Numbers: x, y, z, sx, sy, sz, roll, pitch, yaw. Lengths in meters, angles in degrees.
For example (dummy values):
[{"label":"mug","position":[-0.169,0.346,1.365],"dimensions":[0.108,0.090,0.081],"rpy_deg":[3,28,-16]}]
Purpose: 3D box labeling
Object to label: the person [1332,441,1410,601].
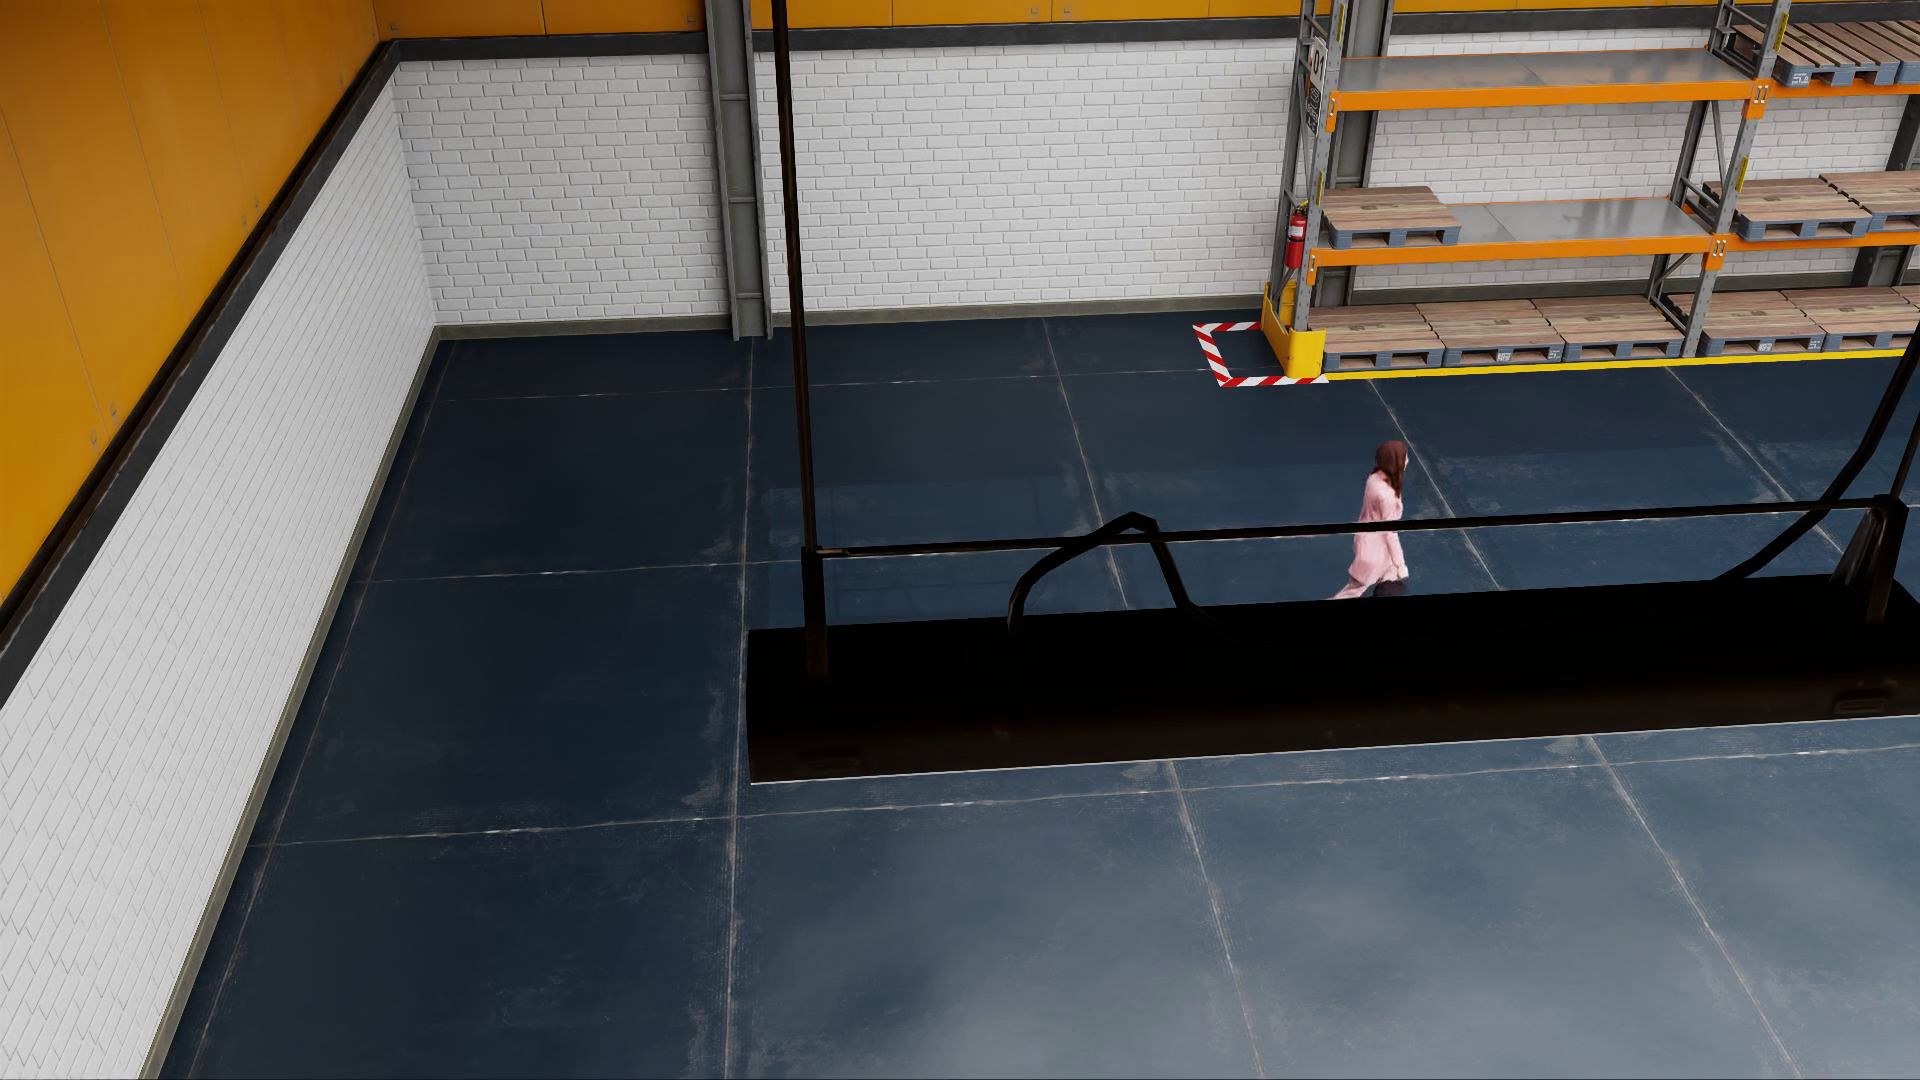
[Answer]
[{"label":"person","position":[2.914,0.106,12.095],"dimensions":[1.165,1.749,0.757],"rpy_deg":[3,34,4]}]
